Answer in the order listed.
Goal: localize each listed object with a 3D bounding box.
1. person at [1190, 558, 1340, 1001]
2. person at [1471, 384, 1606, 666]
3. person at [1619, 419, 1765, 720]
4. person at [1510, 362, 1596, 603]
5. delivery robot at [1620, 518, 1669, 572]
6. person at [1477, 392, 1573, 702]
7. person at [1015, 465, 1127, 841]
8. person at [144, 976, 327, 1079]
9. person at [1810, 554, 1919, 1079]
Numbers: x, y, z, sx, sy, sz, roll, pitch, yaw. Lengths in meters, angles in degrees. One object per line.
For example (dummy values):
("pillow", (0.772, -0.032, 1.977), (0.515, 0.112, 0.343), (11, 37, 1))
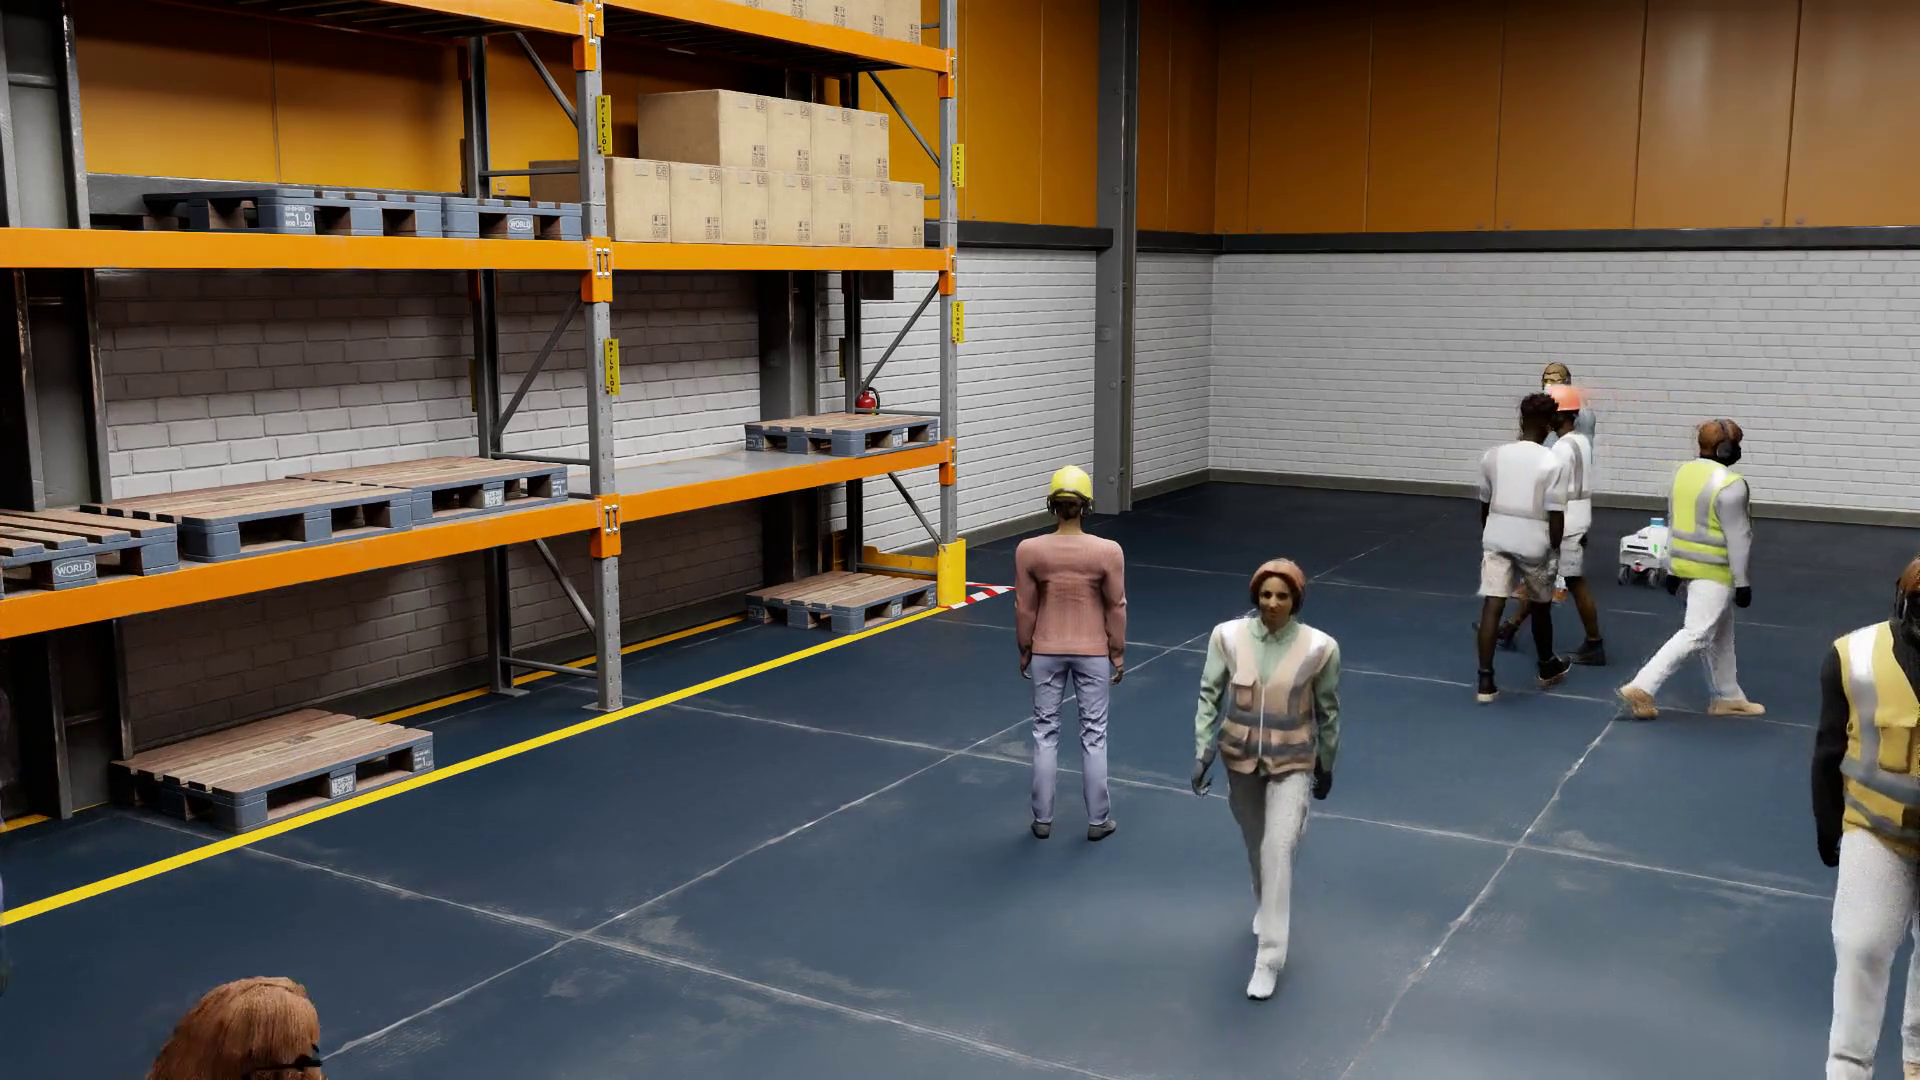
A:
("person", (1.181, 0.842, 6.367), (0.515, 1.592, 0.876), (4, 10, 24))
("person", (3.984, -0.111, 11.354), (0.995, 1.887, 0.555), (5, 10, 30))
("person", (4.373, 0.184, 9.826), (0.909, 1.815, 0.626), (0, 9, -3))
("person", (4.769, -0.463, 13.424), (0.627, 1.941, 0.371), (8, 12, 41))
("delivery robot", (5.946, 0.054, 14.217), (0.707, 0.478, 0.477), (-9, 13, -43))
("person", (3.529, 0.031, 10.430), (0.640, 1.896, 1.014), (8, 12, 42))
("person", (0.517, 0.532, 7.767), (0.523, 1.766, 0.315), (2, 9, 10))
("person", (-1.128, 1.451, 2.472), (0.628, 1.607, 0.532), (-5, 10, -29))
("person", (2.946, 0.944, 5.072), (0.649, 1.808, 0.859), (5, 10, 26))
